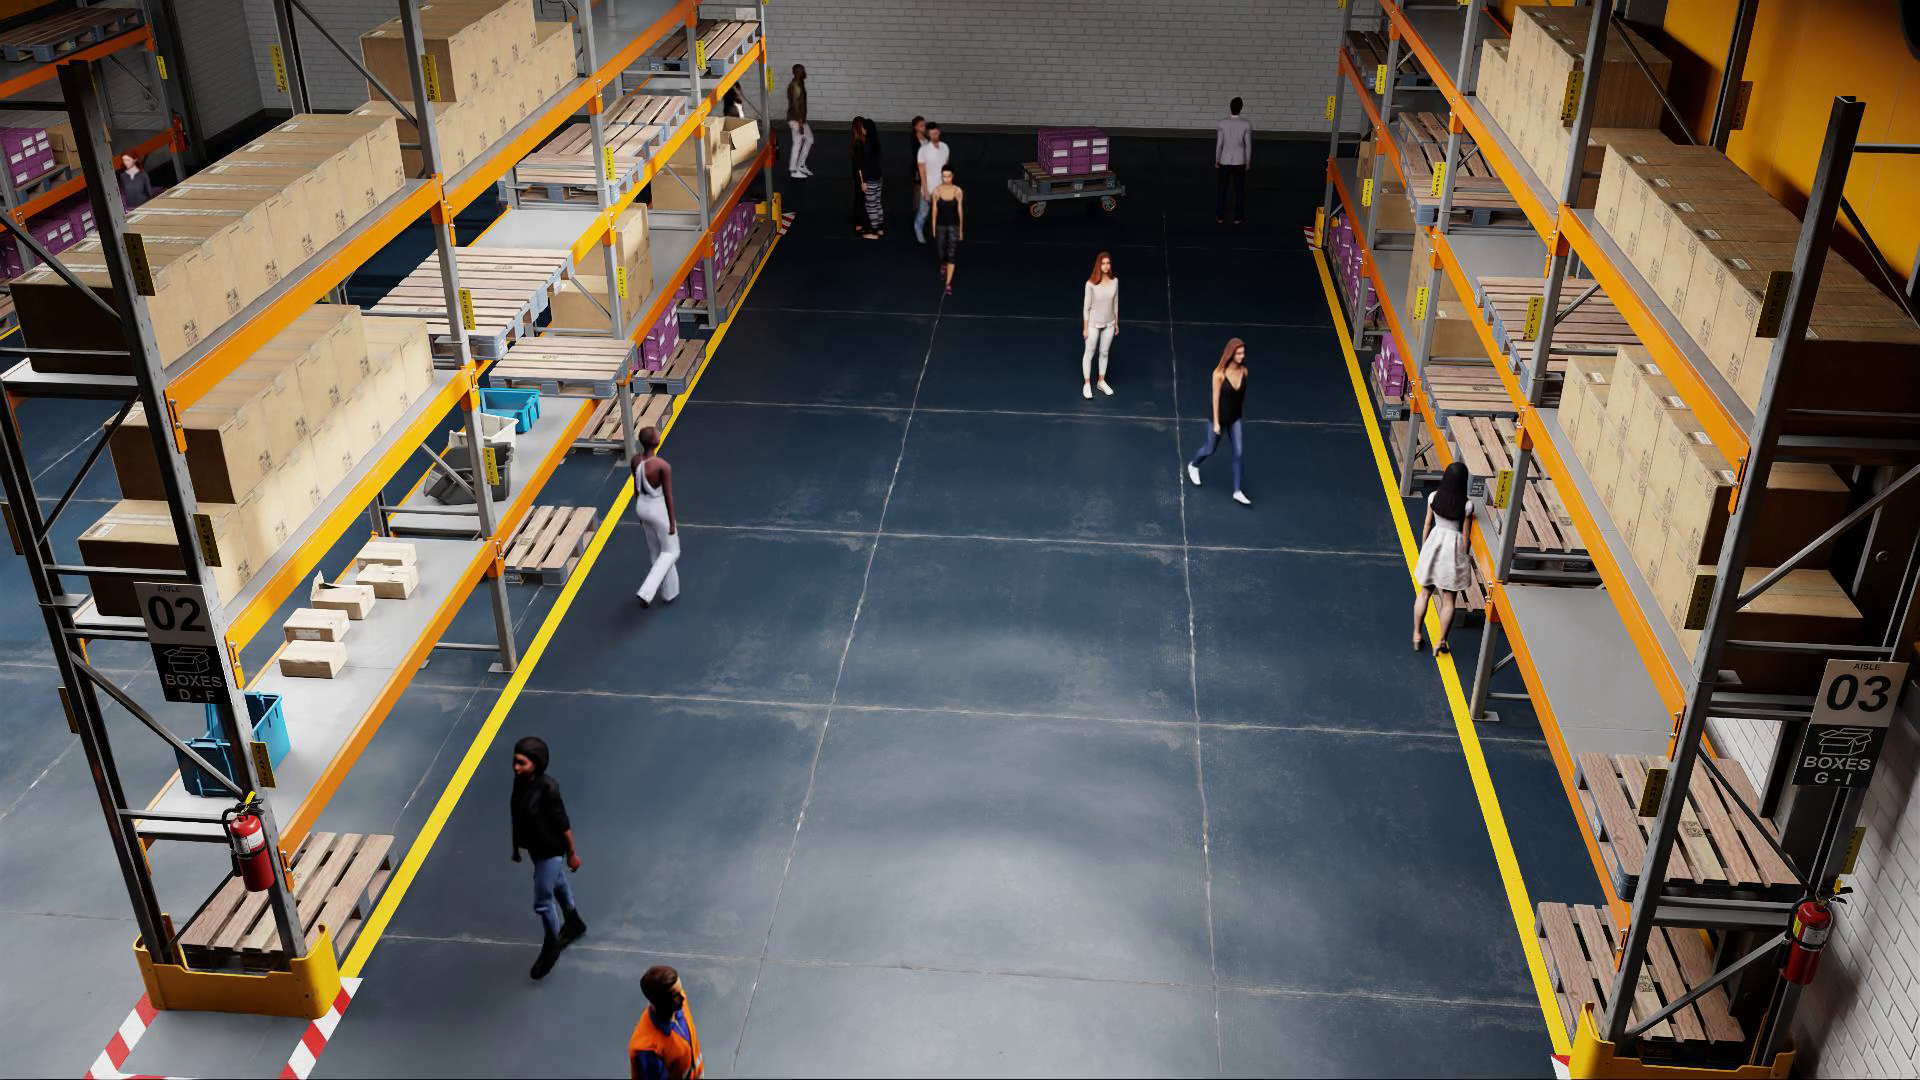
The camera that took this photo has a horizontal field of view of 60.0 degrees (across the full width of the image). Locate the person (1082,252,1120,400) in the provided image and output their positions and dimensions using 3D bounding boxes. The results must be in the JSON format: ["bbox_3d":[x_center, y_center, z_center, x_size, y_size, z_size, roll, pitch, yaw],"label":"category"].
[{"bbox_3d":[1.594,-2.473,18.974,0.673,1.712,0.676,-10,30,-17],"label":"person"}]

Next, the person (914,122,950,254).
[{"bbox_3d":[-0.423,-4.975,23.458,1.084,1.811,1.332,-13,31,-22],"label":"person"}]

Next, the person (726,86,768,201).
[{"bbox_3d":[-3.529,-6.037,25.462,0.960,1.756,1.211,7,29,13],"label":"person"}]

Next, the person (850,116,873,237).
[{"bbox_3d":[-1.460,-5.295,24.148,0.696,1.713,0.522,-3,29,-6],"label":"person"}]

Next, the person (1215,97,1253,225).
[{"bbox_3d":[4.027,-5.605,24.570,0.707,1.853,0.626,7,29,12],"label":"person"}]

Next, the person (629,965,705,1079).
[{"bbox_3d":[-1.627,2.963,8.880,0.899,1.835,1.003,7,29,13],"label":"person"}]

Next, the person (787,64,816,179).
[{"bbox_3d":[-2.667,-6.698,26.618,0.797,1.810,0.558,3,29,5],"label":"person"}]

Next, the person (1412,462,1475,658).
[{"bbox_3d":[4.102,0.158,14.093,0.776,1.769,0.801,19,34,31],"label":"person"}]

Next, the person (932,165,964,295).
[{"bbox_3d":[-0.156,-4.141,22.031,0.610,1.713,0.796,-1,29,-1],"label":"person"}]

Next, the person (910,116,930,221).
[{"bbox_3d":[-0.647,-5.543,24.778,0.730,1.544,0.670,21,35,33],"label":"person"}]

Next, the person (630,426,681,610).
[{"bbox_3d":[-2.738,-0.140,14.642,0.786,1.765,0.978,14,32,24],"label":"person"}]

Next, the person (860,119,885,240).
[{"bbox_3d":[-1.254,-5.212,23.974,0.719,1.733,0.558,11,31,20],"label":"person"}]

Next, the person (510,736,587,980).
[{"bbox_3d":[-2.641,1.970,10.854,0.808,1.688,0.910,19,34,31],"label":"person"}]

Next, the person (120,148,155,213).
[{"bbox_3d":[-11.022,-4.433,22.521,0.572,1.756,0.972,3,29,5],"label":"person"}]

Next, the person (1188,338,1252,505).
[{"bbox_3d":[2.617,-1.232,16.726,0.919,1.686,1.157,-11,31,-20],"label":"person"}]
